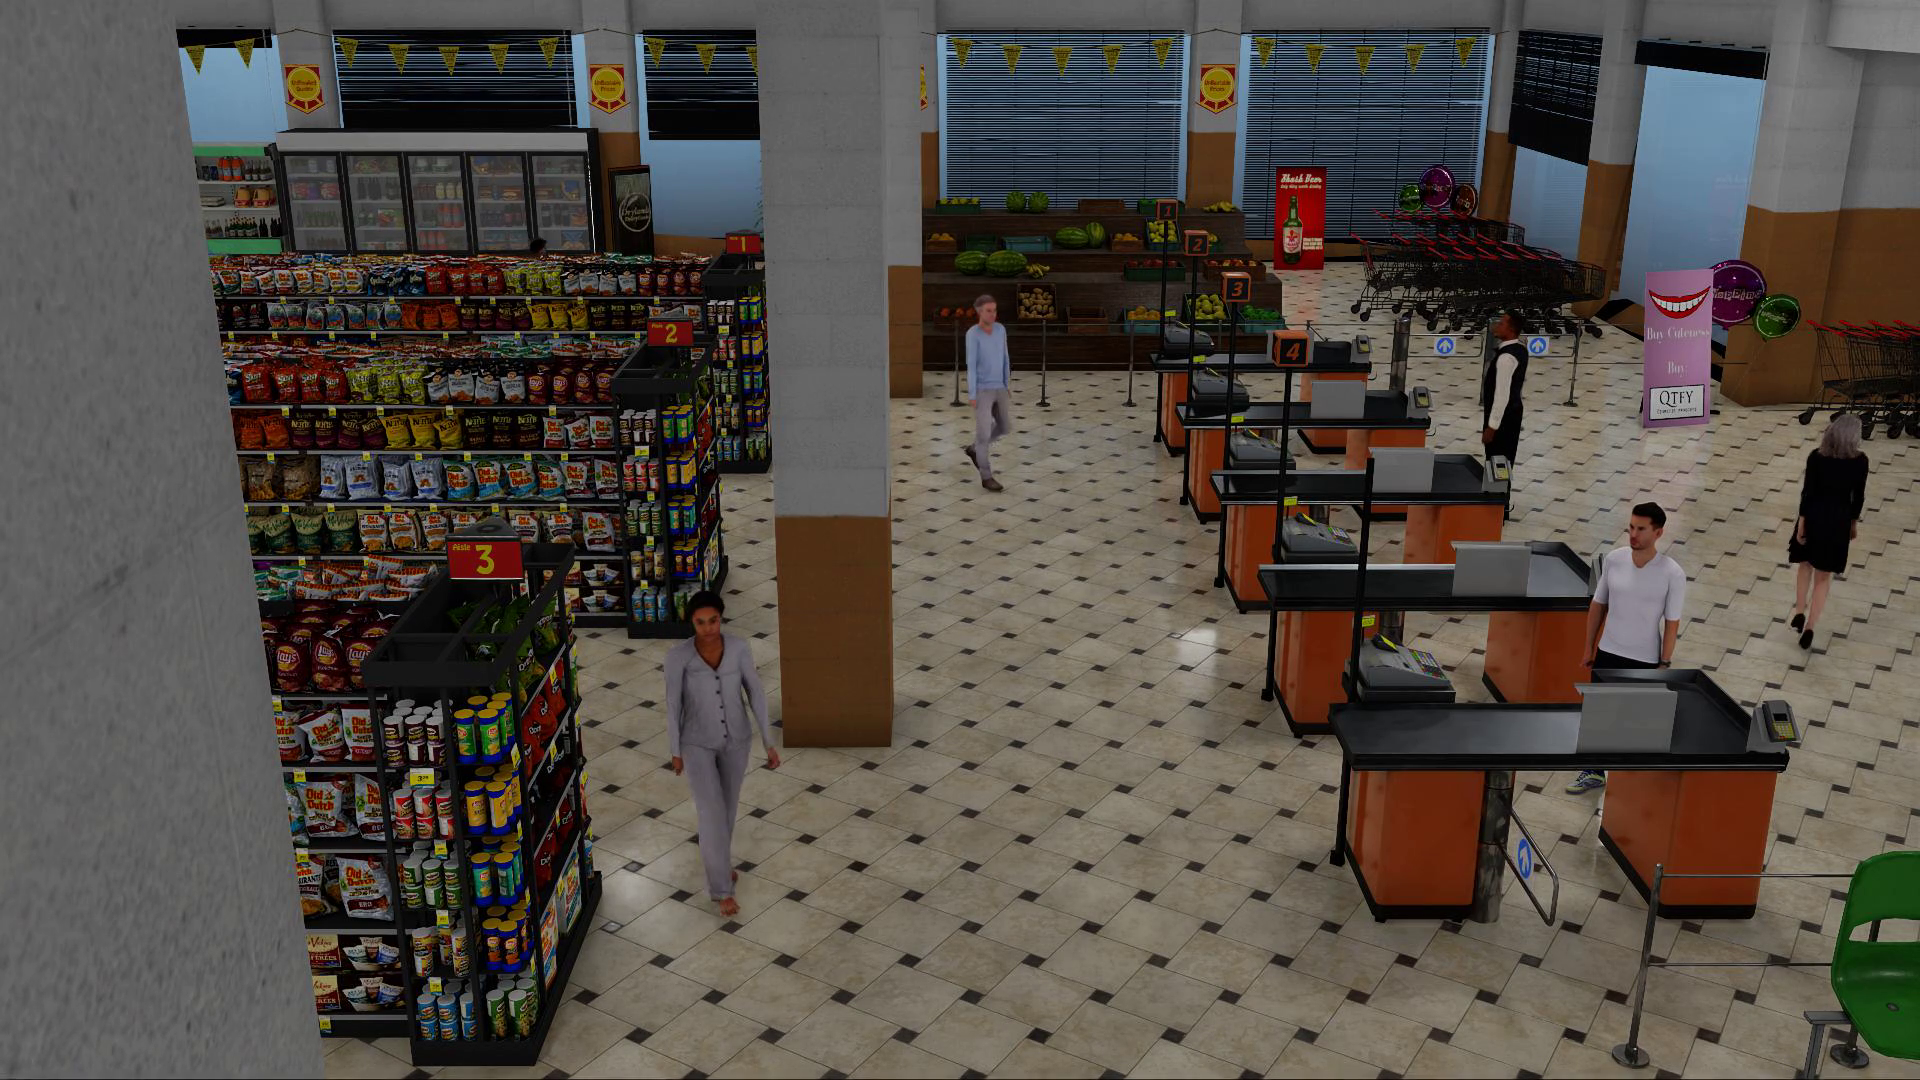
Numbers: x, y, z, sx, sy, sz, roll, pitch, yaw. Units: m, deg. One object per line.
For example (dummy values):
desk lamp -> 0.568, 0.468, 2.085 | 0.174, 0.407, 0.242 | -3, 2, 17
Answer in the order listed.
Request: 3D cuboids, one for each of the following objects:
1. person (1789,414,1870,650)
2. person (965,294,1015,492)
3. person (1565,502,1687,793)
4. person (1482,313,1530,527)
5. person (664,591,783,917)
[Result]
person -> 6.276, -0.039, 12.077 | 0.850, 1.715, 0.819 | 5, 19, 13
person -> 0.218, -1.435, 15.958 | 0.985, 1.880, 1.030 | -16, 24, -39
person -> 3.942, 0.662, 9.783 | 0.797, 1.851, 0.742 | -17, 25, -41
person -> 4.851, -1.083, 14.857 | 0.789, 1.917, 0.782 | 12, 22, 31
person -> -1.338, 1.048, 8.861 | 0.962, 1.710, 0.967 | -11, 22, -30
